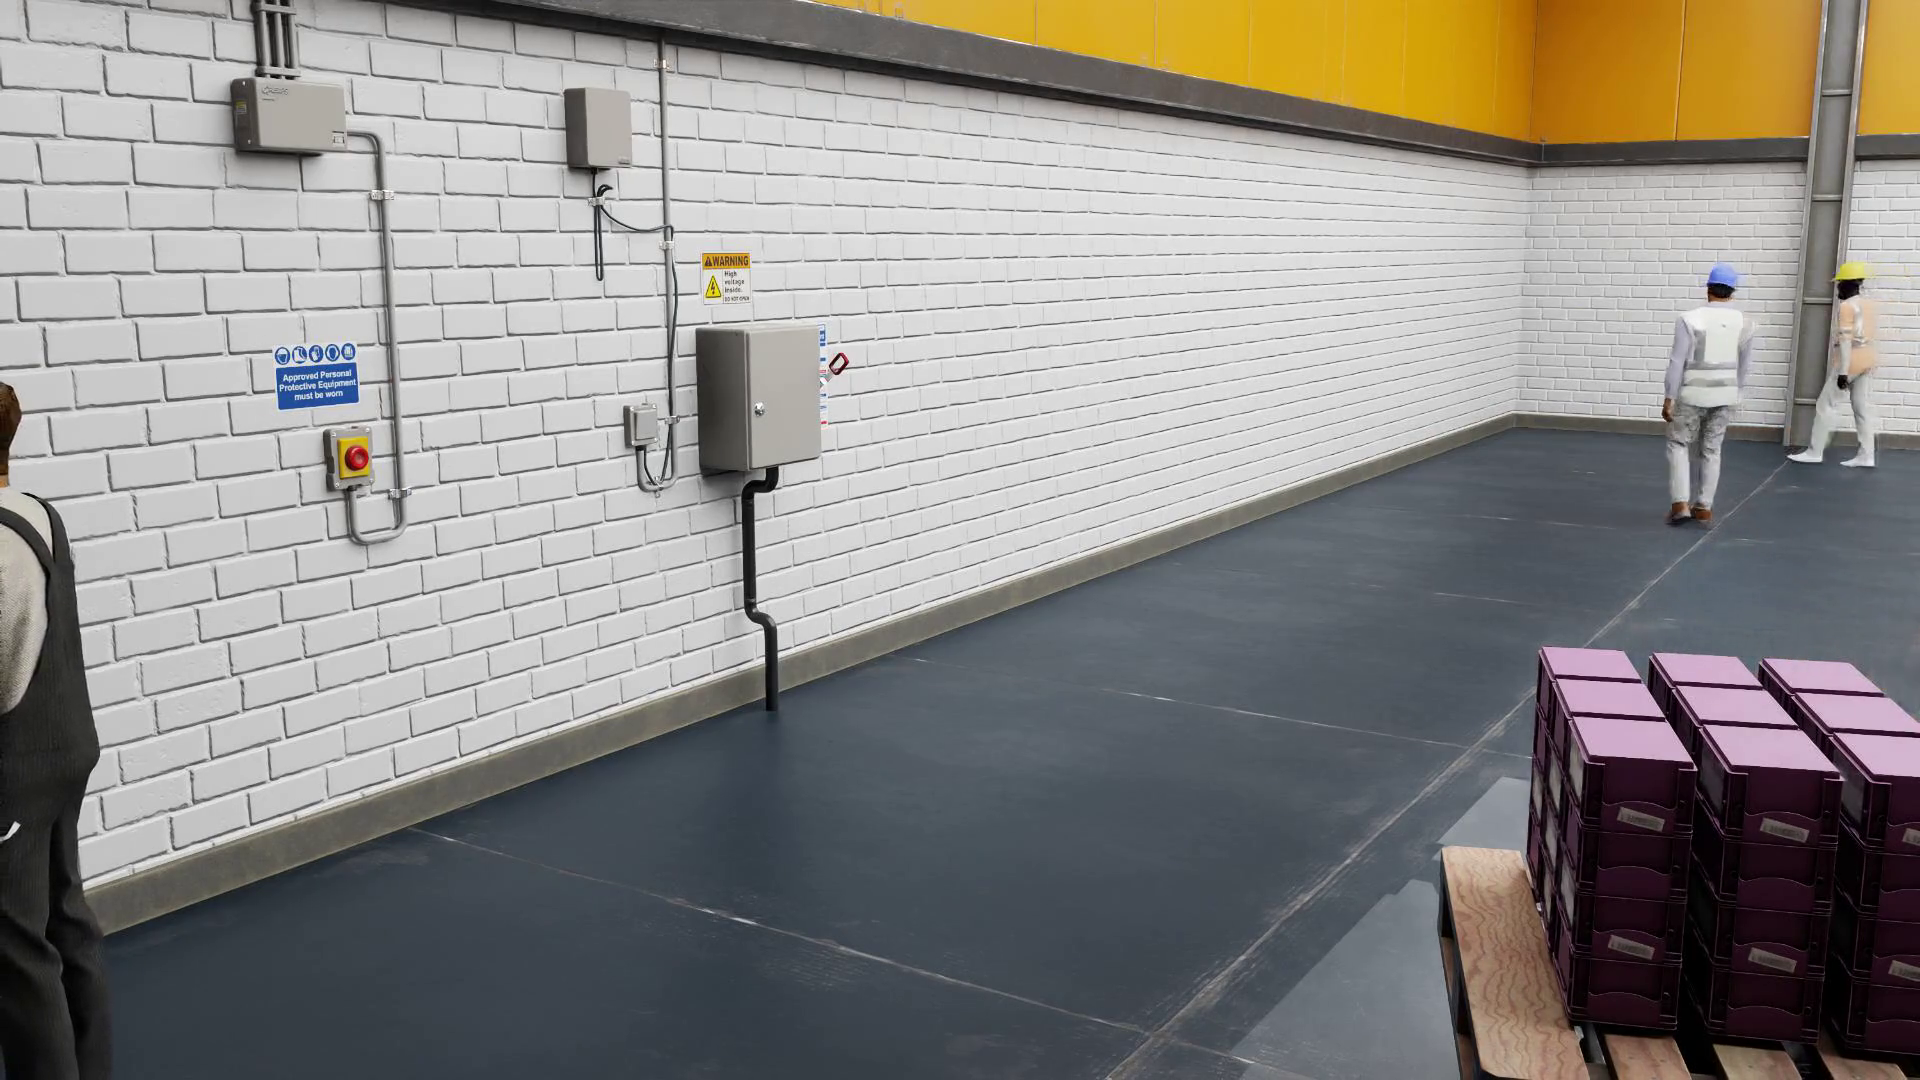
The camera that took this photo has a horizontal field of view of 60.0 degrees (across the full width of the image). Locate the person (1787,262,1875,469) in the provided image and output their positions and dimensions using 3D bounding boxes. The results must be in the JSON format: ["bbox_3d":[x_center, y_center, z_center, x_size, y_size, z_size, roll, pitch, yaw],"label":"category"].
[{"bbox_3d":[8.178,-1.623,15.461,0.614,1.890,0.843,-8,13,-38],"label":"person"}]

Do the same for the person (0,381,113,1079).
[{"bbox_3d":[-2.096,0.539,3.665,0.351,1.842,0.507,-2,10,-8],"label":"person"}]

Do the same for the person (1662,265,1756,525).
[{"bbox_3d":[5.471,-1.046,12.244,0.643,1.909,0.429,-1,10,-7],"label":"person"}]
